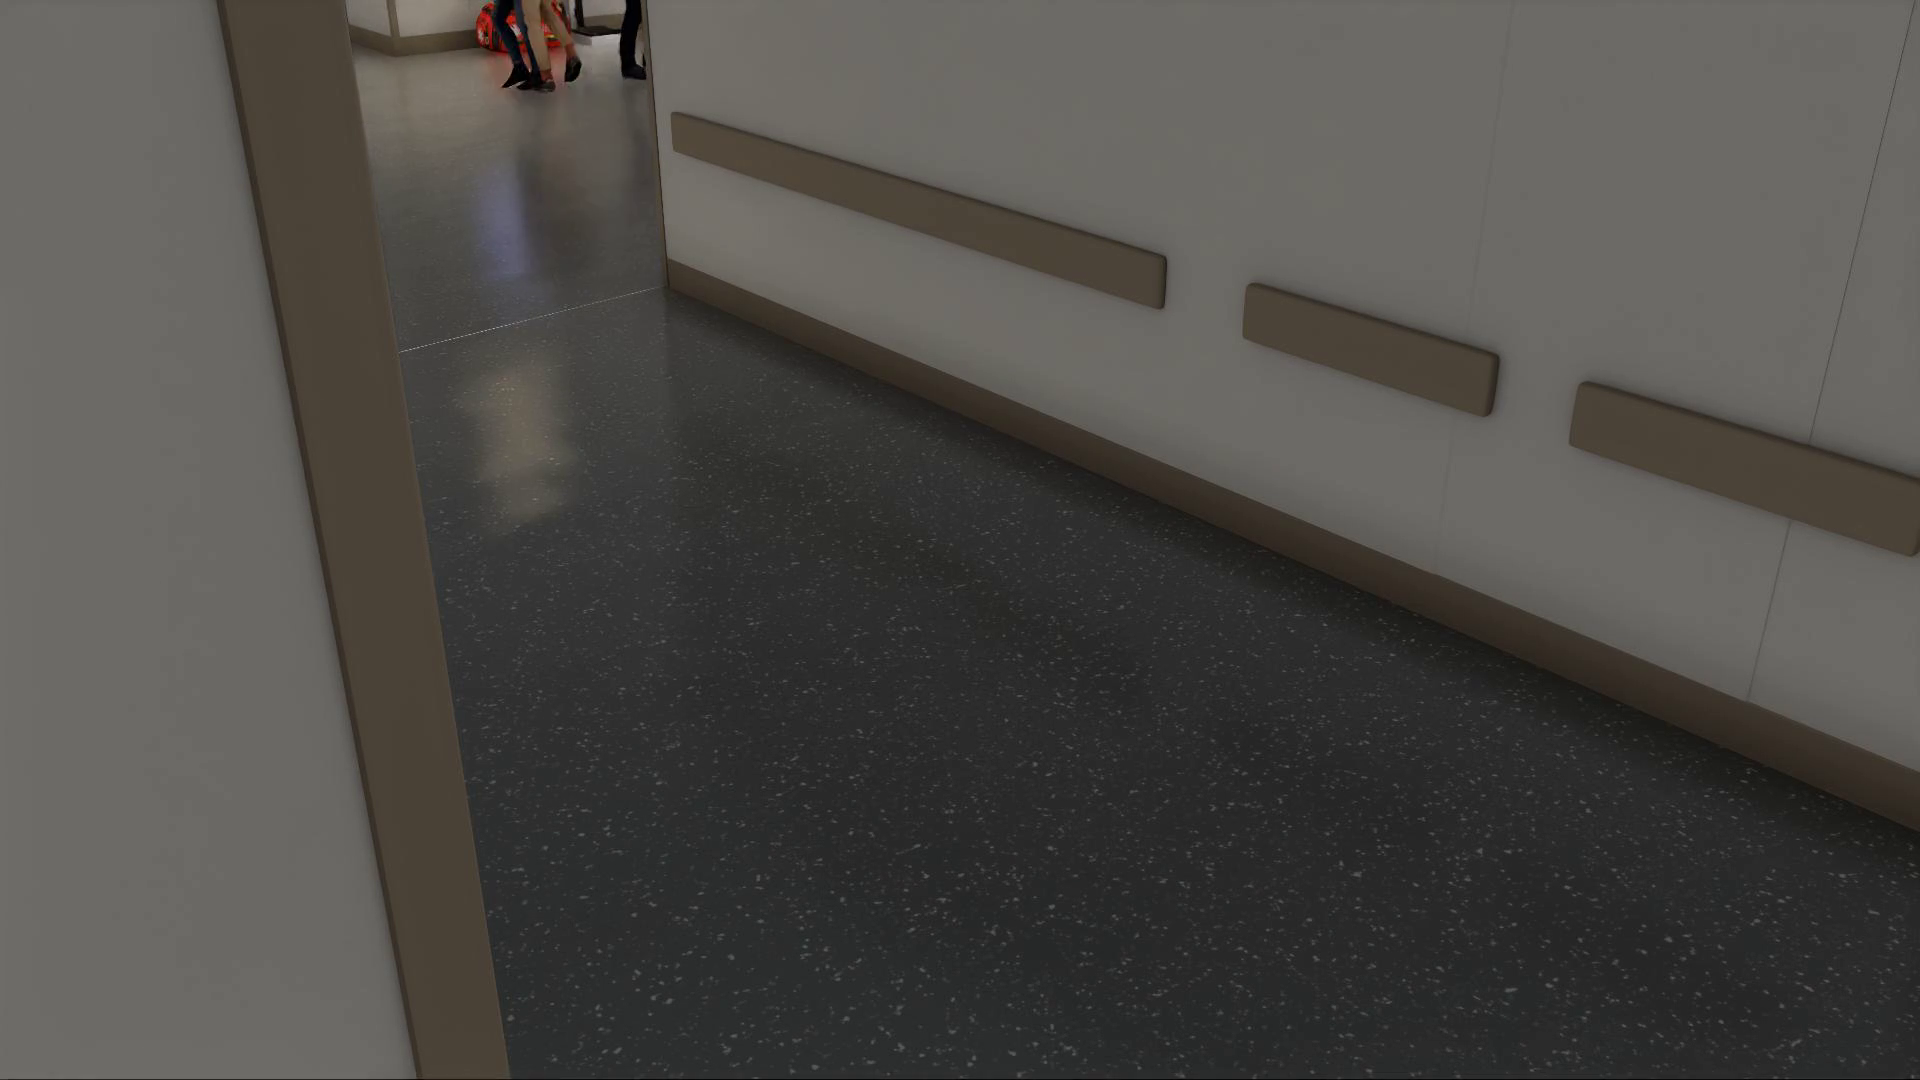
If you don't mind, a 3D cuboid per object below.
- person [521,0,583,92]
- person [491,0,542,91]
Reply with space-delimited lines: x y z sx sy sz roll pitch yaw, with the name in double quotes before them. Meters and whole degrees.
"person" -3.143 -4.331 12.597 0.824 1.828 0.732 15 30 28
"person" -3.344 -4.286 12.743 0.601 1.620 0.625 -19 32 -34
